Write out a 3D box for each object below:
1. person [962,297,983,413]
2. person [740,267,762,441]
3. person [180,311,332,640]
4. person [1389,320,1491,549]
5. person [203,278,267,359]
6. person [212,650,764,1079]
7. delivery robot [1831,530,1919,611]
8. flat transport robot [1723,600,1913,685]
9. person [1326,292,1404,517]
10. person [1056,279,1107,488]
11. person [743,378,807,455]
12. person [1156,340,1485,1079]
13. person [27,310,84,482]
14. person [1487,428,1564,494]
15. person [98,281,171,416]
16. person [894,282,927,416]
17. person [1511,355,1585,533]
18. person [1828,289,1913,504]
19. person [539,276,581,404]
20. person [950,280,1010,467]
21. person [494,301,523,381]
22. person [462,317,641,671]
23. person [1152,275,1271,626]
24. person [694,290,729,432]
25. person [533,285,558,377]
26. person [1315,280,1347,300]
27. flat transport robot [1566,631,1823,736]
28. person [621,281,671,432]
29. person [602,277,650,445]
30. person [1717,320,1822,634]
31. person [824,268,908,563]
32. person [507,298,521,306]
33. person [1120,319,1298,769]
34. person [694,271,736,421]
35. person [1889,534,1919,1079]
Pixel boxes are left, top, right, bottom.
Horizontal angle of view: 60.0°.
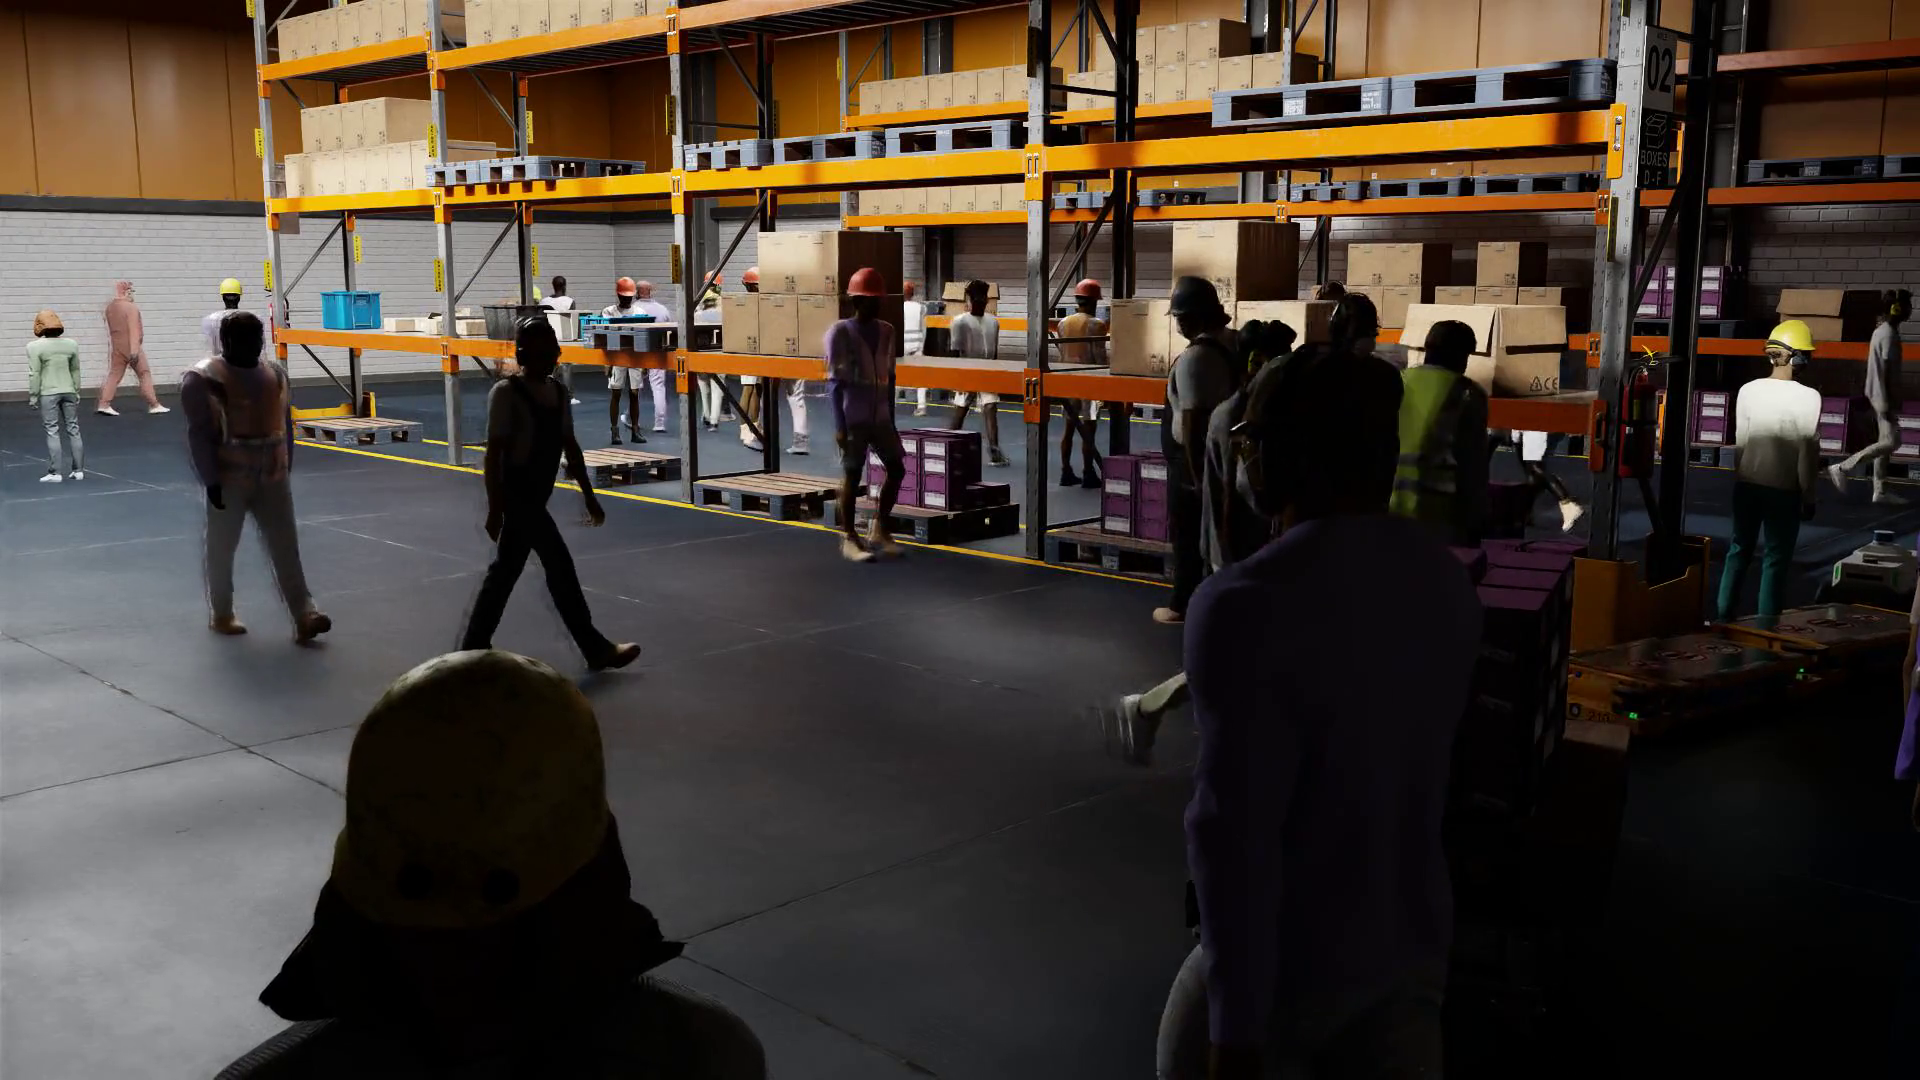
[{"bbox_3d":[0.160,-2.588,23.350,0.500,1.626,0.282,-4,10,-24],"label":"person"},{"bbox_3d":[-2.388,-2.170,19.506,0.380,2.041,0.616,4,10,23],"label":"person"},{"bbox_3d":[-3.828,-0.333,9.014,0.978,1.788,0.633,8,12,40],"label":"person"},{"bbox_3d":[2.177,-0.132,7.838,0.884,1.801,0.646,-9,13,-43],"label":"person"},{"bbox_3d":[-7.385,-1.699,16.977,0.592,1.925,0.384,-6,11,-33],"label":"person"},{"bbox_3d":[-0.375,0.937,1.391,0.485,1.739,0.313,-5,10,-26],"label":"person"},{"bbox_3d":[5.155,0.189,9.311,0.477,0.478,0.707,8,12,41],"label":"delivery robot"},{"bbox_3d":[4.486,0.510,8.497,1.431,0.197,0.652,-5,11,-29],"label":"flat transport robot"},{"bbox_3d":[1.756,-0.132,7.415,0.640,1.916,0.735,-3,10,-15],"label":"person"},{"bbox_3d":[1.151,-1.447,15.412,0.541,1.933,0.373,8,12,40],"label":"person"},{"bbox_3d":[-2.016,-1.879,18.246,0.955,1.861,0.667,8,12,41],"label":"person"},{"bbox_3d":[0.496,0.632,2.735,0.655,1.902,0.938,-7,11,-35],"label":"person"},{"bbox_3d":[-8.613,-1.360,15.825,0.292,1.627,0.506,5,11,29],"label":"person"},{"bbox_3d":[4.922,-1.187,14.668,0.871,1.653,0.541,2,10,13],"label":"person"},{"bbox_3d":[-11.530,-2.645,23.002,0.661,1.862,0.985,5,11,30],"label":"person"},{"bbox_3d":[-0.723,-2.642,23.059,0.572,1.836,1.003,-4,10,-24],"label":"person"},{"bbox_3d":[4.527,-0.884,12.791,0.536,1.673,0.775,-6,11,-33],"label":"person"},{"bbox_3d":[7.883,-1.221,14.264,0.572,1.856,0.540,4,10,24],"label":"person"},{"bbox_3d":[-5.967,-2.969,24.793,0.597,1.916,0.371,3,10,15],"label":"person"},{"bbox_3d":[0.154,-1.728,17.211,0.625,1.915,1.024,-5,11,-30],"label":"person"},{"bbox_3d":[-5.293,-1.999,19.697,0.307,1.639,0.525,7,12,38],"label":"person"},{"bbox_3d":[-2.071,-0.188,8.144,0.890,1.781,0.465,0,9,2],"label":"person"},{"bbox_3d":[1.451,-0.477,9.134,0.687,2.000,0.867,-8,12,-42],"label":"person"},{"bbox_3d":[-3.131,-2.242,20.803,0.603,1.759,0.925,-2,9,-10],"label":"person"},{"bbox_3d":[-5.650,-2.470,22.040,0.606,1.818,0.614,-7,11,-35],"label":"person"},{"bbox_3d":[2.770,-0.988,12.586,0.631,1.939,0.372,0,9,-2],"label":"person"},{"bbox_3d":[3.295,0.641,7.696,1.431,0.197,0.652,-6,11,-33],"label":"flat transport robot"},{"bbox_3d":[-3.935,-2.285,20.774,0.661,1.854,0.996,-6,11,-30],"label":"person"},{"bbox_3d":[-3.850,-2.064,19.217,0.543,1.928,0.373,-5,11,-29],"label":"person"},{"bbox_3d":[4.291,-0.272,8.757,0.357,1.759,0.524,-4,10,-22],"label":"person"},{"bbox_3d":[-0.629,-0.834,11.366,0.631,2.024,0.552,-8,12,-41],"label":"person"},{"bbox_3d":[-6.117,-2.483,22.693,0.519,1.620,0.411,8,12,40],"label":"person"},{"bbox_3d":[1.003,0.076,6.366,0.691,1.839,0.536,4,10,24],"label":"person"},{"bbox_3d":[-3.264,-2.569,22.102,0.622,1.993,0.383,1,9,8],"label":"person"},{"bbox_3d":[2.166,0.552,3.434,0.374,1.840,0.569,-2,9,-9],"label":"person"}]
